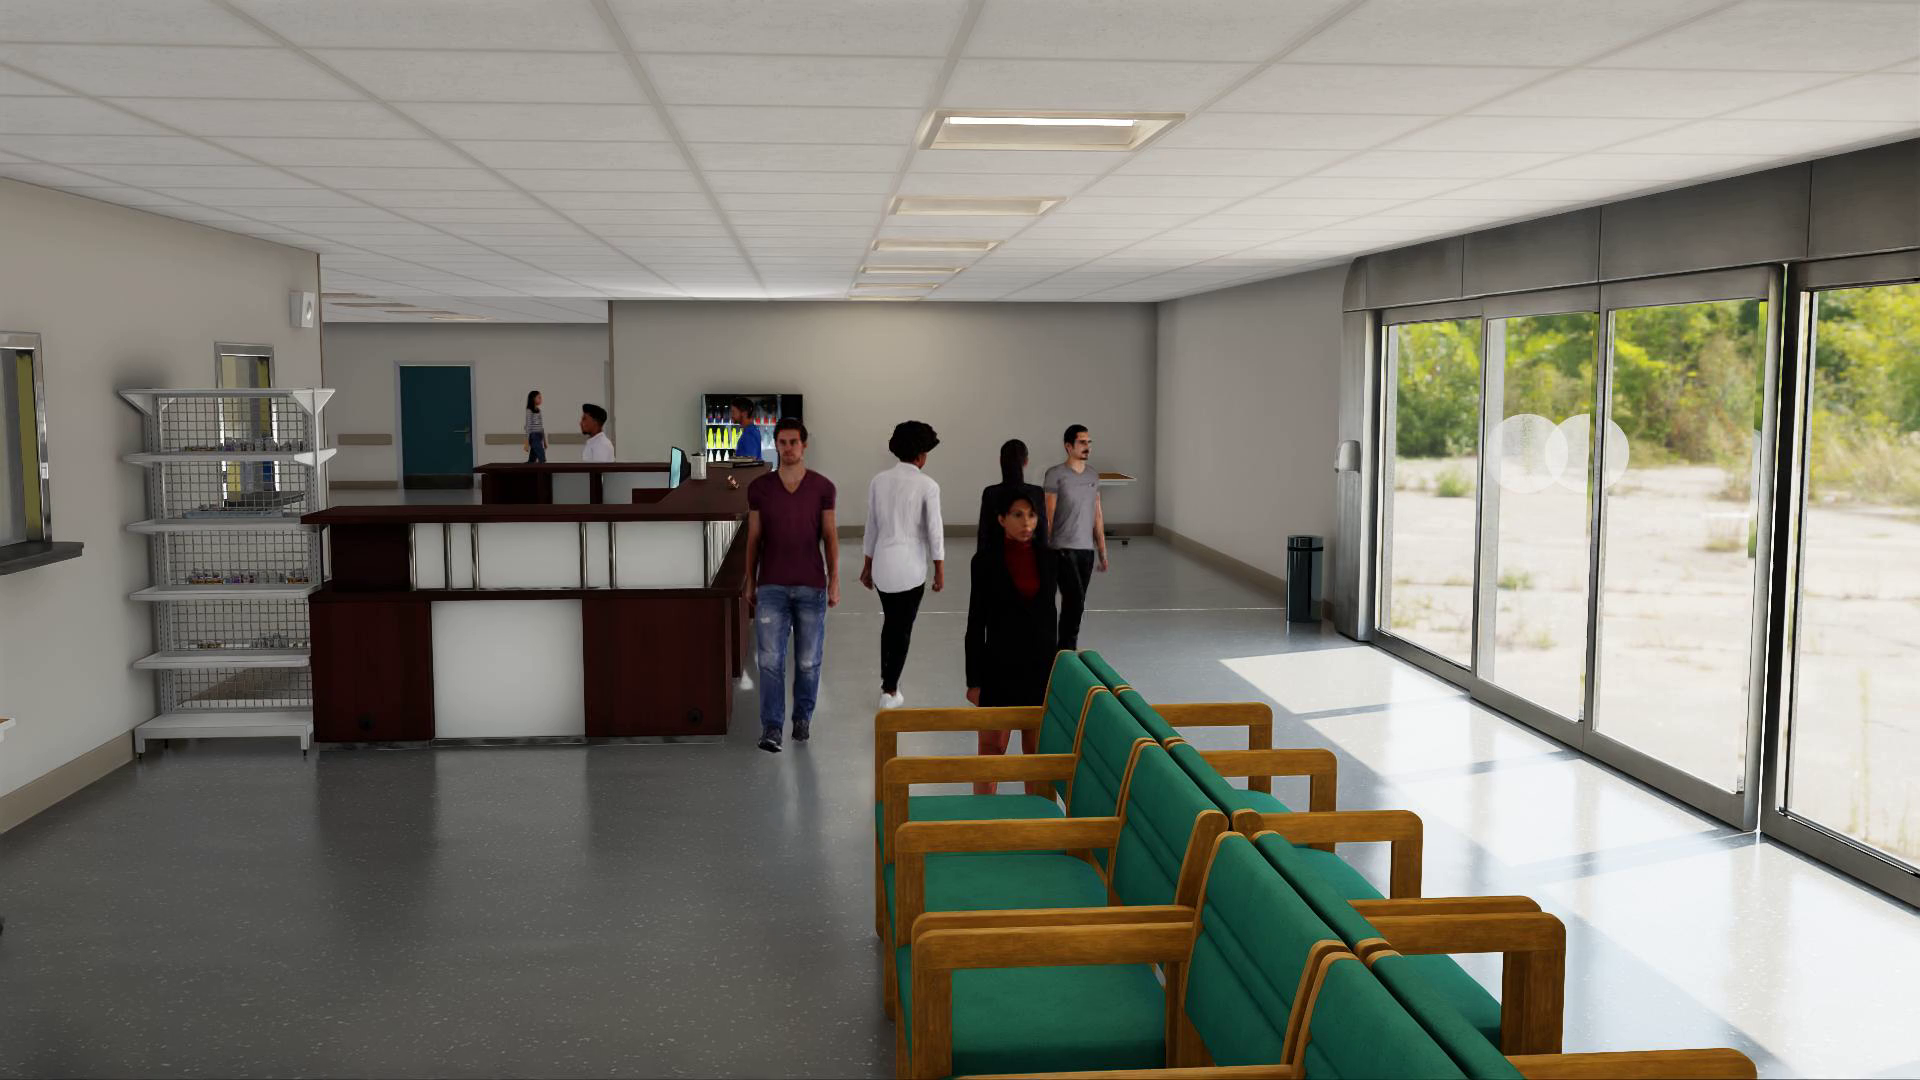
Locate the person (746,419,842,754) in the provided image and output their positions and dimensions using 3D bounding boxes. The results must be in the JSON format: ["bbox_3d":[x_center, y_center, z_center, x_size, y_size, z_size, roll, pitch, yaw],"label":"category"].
[{"bbox_3d":[-0.931,0.251,9.319,0.971,1.818,0.769,0,6,-2],"label":"person"}]

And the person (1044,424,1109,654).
[{"bbox_3d":[0.705,0.087,11.327,0.801,1.743,0.858,-5,8,-42],"label":"person"}]

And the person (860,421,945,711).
[{"bbox_3d":[-0.396,0.170,10.278,0.763,1.788,0.854,2,6,18],"label":"person"}]

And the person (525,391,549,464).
[{"bbox_3d":[-7.265,-1.608,28.153,1.114,1.746,0.793,1,6,10],"label":"person"}]

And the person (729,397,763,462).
[{"bbox_3d":[-1.934,-0.450,16.147,0.848,1.846,0.649,0,6,2],"label":"person"}]

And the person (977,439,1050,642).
[{"bbox_3d":[0.310,0.253,9.840,0.421,1.709,0.634,-1,6,-6],"label":"person"}]

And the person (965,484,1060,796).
[{"bbox_3d":[0.231,0.589,6.847,0.613,1.641,0.685,-2,6,-17],"label":"person"}]

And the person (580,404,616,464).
[{"bbox_3d":[-3.282,-0.353,15.587,1.223,1.765,0.908,-3,6,-25],"label":"person"}]
